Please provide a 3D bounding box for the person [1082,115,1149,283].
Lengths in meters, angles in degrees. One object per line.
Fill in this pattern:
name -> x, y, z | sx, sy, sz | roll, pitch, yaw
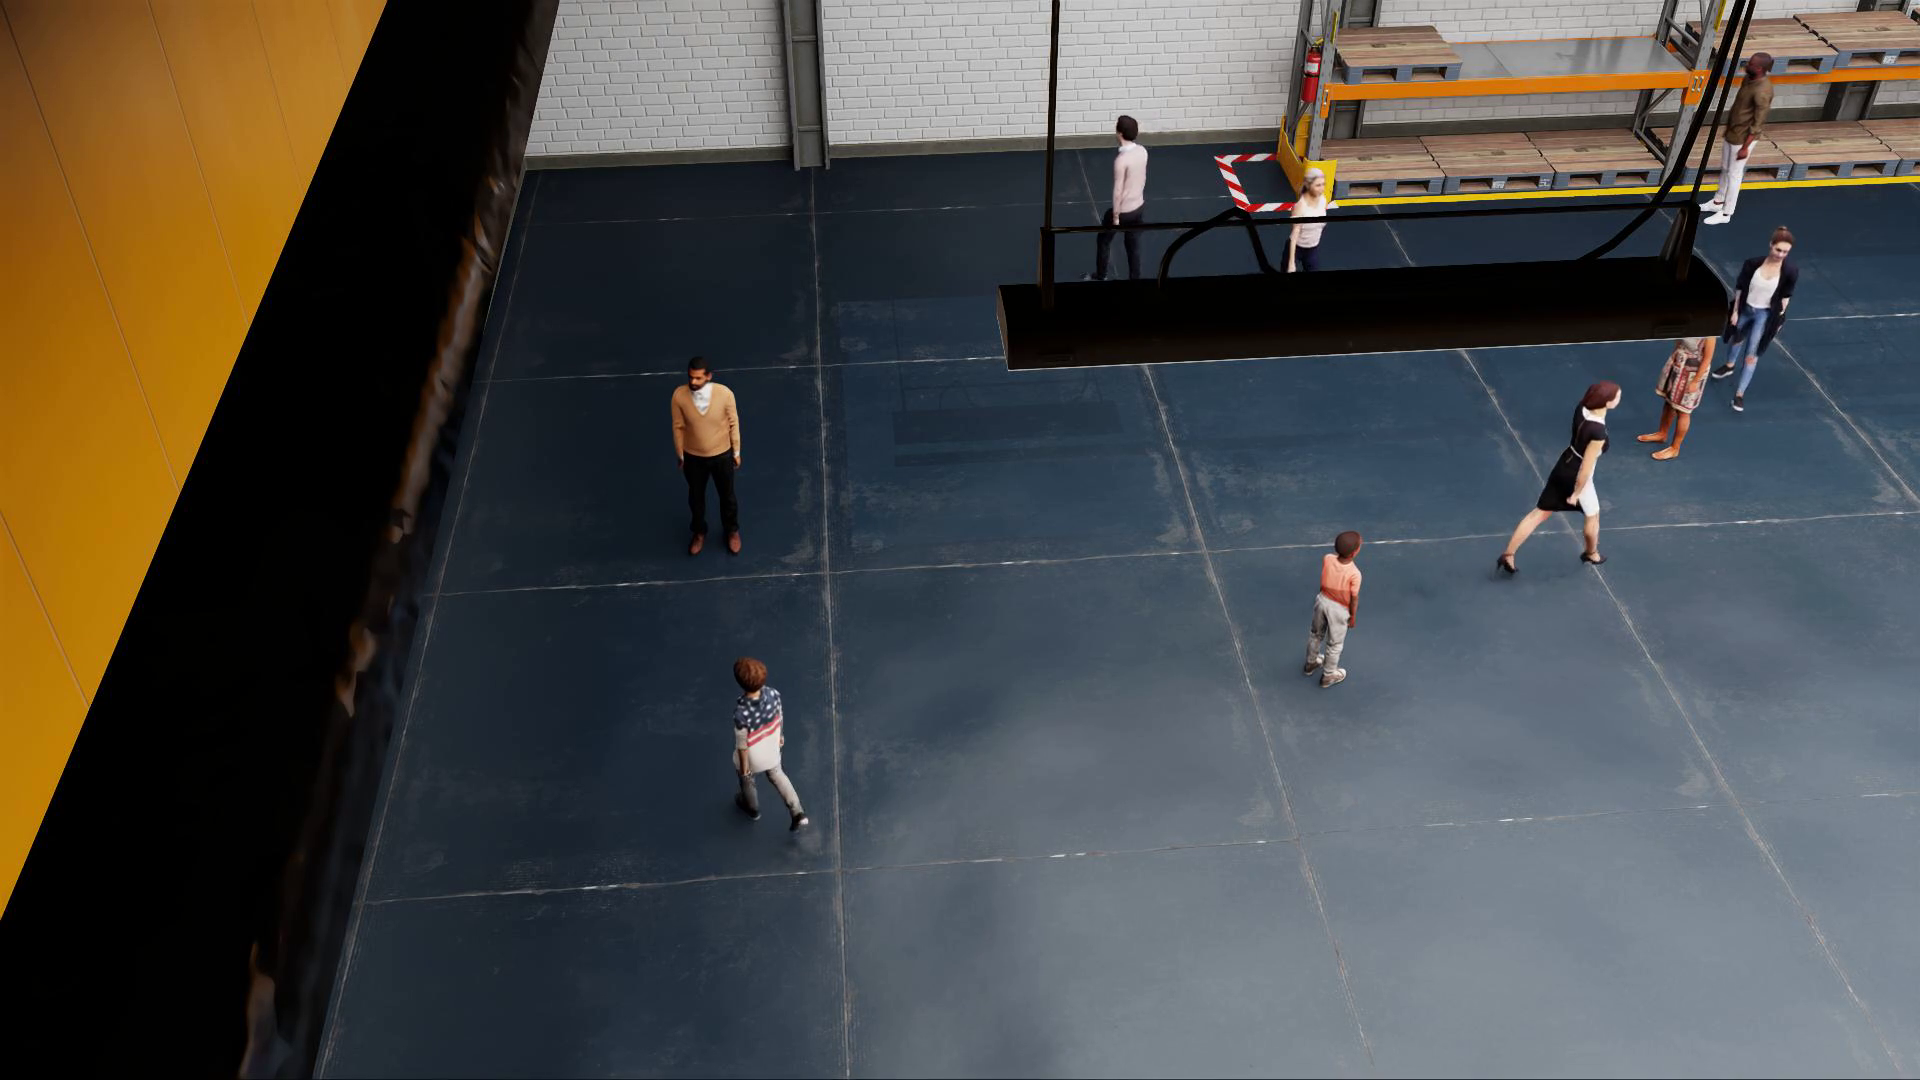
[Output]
person -> 1.645, -3.111, 15.788 | 0.958, 1.783, 0.912 | 29, 47, 31

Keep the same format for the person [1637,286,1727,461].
person -> 6.039, -1.416, 13.776 | 0.515, 1.645, 0.646 | -3, 39, -4

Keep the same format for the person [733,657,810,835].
person -> -1.236, 1.332, 10.513 | 0.880, 1.423, 0.897 | -32, 48, -33

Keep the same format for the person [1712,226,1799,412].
person -> 6.952, -2.004, 14.517 | 1.060, 1.639, 1.014 | -31, 48, -33

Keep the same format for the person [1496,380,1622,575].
person -> 4.490, -0.413, 12.445 | 1.191, 1.739, 0.707 | -9, 39, -11

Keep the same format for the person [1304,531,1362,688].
person -> 2.624, 0.468, 11.685 | 0.601, 1.310, 0.556 | -28, 46, -31

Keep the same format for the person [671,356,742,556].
person -> -1.929, -0.667, 12.752 | 0.506, 1.752, 0.708 | -3, 39, -3

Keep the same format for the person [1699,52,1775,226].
person -> 8.001, -4.131, 17.032 | 0.636, 1.824, 0.754 | 3, 39, 3

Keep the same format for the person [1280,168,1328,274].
person -> 3.063, -2.649, 15.297 | 1.147, 1.674, 1.031 | -24, 44, -27
